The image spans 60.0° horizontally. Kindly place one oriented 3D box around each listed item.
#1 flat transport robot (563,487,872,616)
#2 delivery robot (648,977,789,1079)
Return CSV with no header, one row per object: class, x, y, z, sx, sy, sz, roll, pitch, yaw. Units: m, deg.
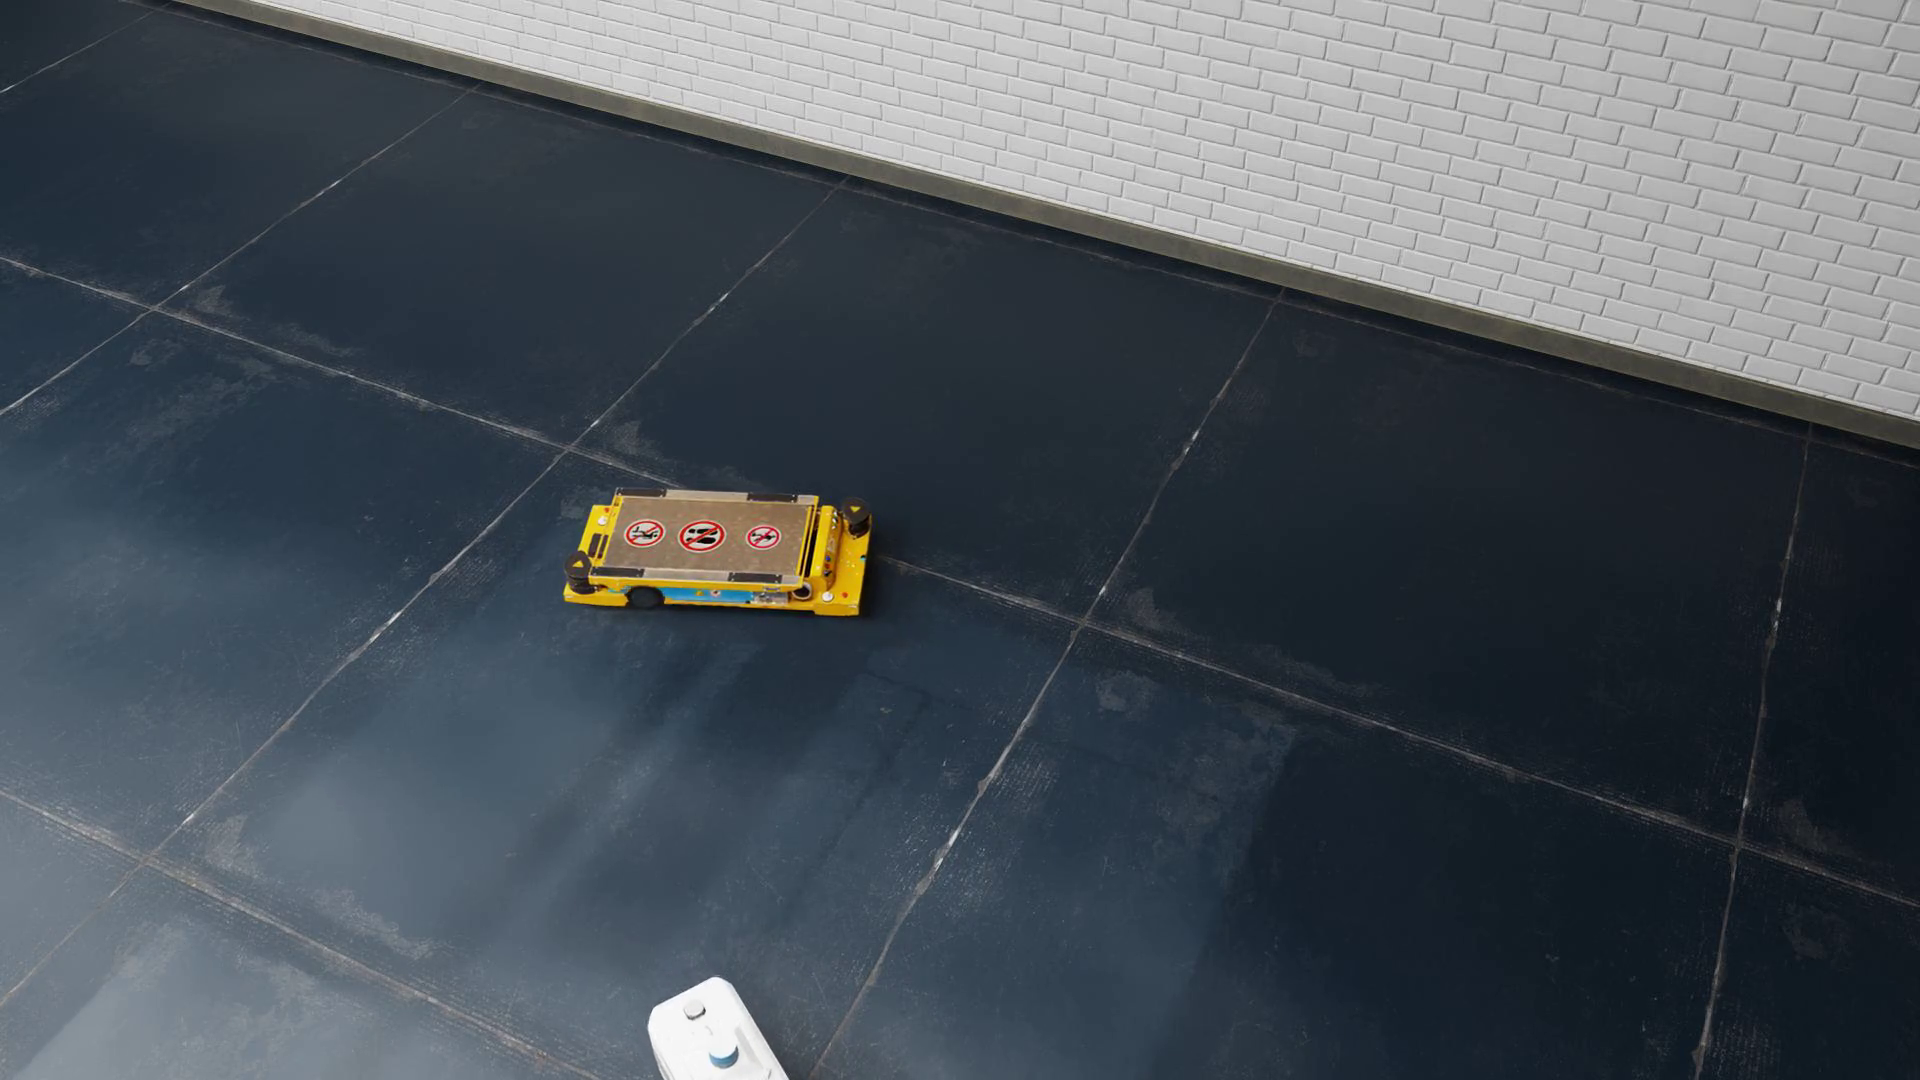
flat transport robot,-1.177,0.057,8.194,1.431,0.231,0.659,2,43,3
delivery robot,-0.815,1.953,5.921,0.499,0.571,0.756,-23,48,-23
